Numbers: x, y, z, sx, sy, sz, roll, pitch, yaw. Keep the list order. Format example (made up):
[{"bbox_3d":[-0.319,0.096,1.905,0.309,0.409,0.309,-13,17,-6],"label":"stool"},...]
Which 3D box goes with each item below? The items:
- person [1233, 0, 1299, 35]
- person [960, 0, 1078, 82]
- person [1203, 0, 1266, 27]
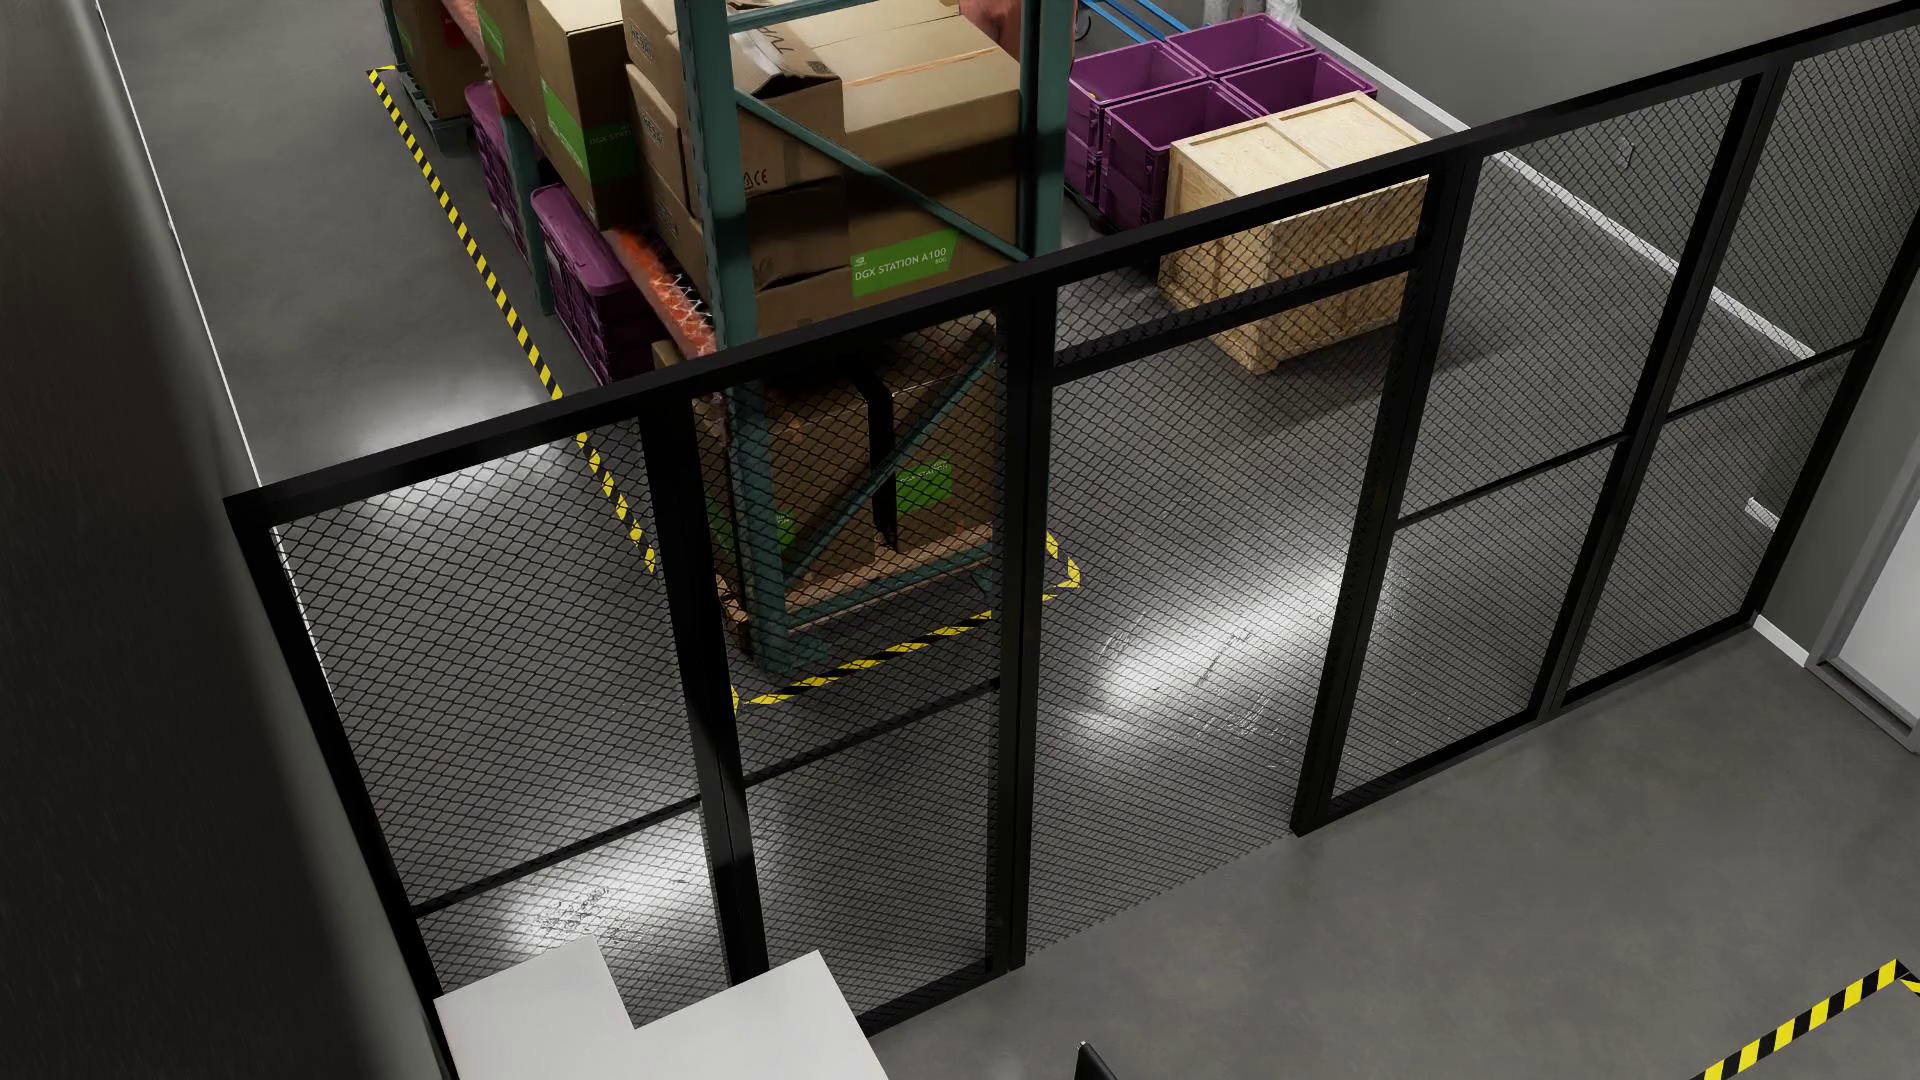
[{"bbox_3d":[1.624,-3.180,8.463,0.644,1.881,1.018,-14,44,-14],"label":"person"},{"bbox_3d":[0.219,-1.808,6.880,0.610,1.997,0.369,-31,51,-29],"label":"person"},{"bbox_3d":[1.442,-3.269,8.599,0.588,1.833,0.404,-18,45,-18],"label":"person"}]
